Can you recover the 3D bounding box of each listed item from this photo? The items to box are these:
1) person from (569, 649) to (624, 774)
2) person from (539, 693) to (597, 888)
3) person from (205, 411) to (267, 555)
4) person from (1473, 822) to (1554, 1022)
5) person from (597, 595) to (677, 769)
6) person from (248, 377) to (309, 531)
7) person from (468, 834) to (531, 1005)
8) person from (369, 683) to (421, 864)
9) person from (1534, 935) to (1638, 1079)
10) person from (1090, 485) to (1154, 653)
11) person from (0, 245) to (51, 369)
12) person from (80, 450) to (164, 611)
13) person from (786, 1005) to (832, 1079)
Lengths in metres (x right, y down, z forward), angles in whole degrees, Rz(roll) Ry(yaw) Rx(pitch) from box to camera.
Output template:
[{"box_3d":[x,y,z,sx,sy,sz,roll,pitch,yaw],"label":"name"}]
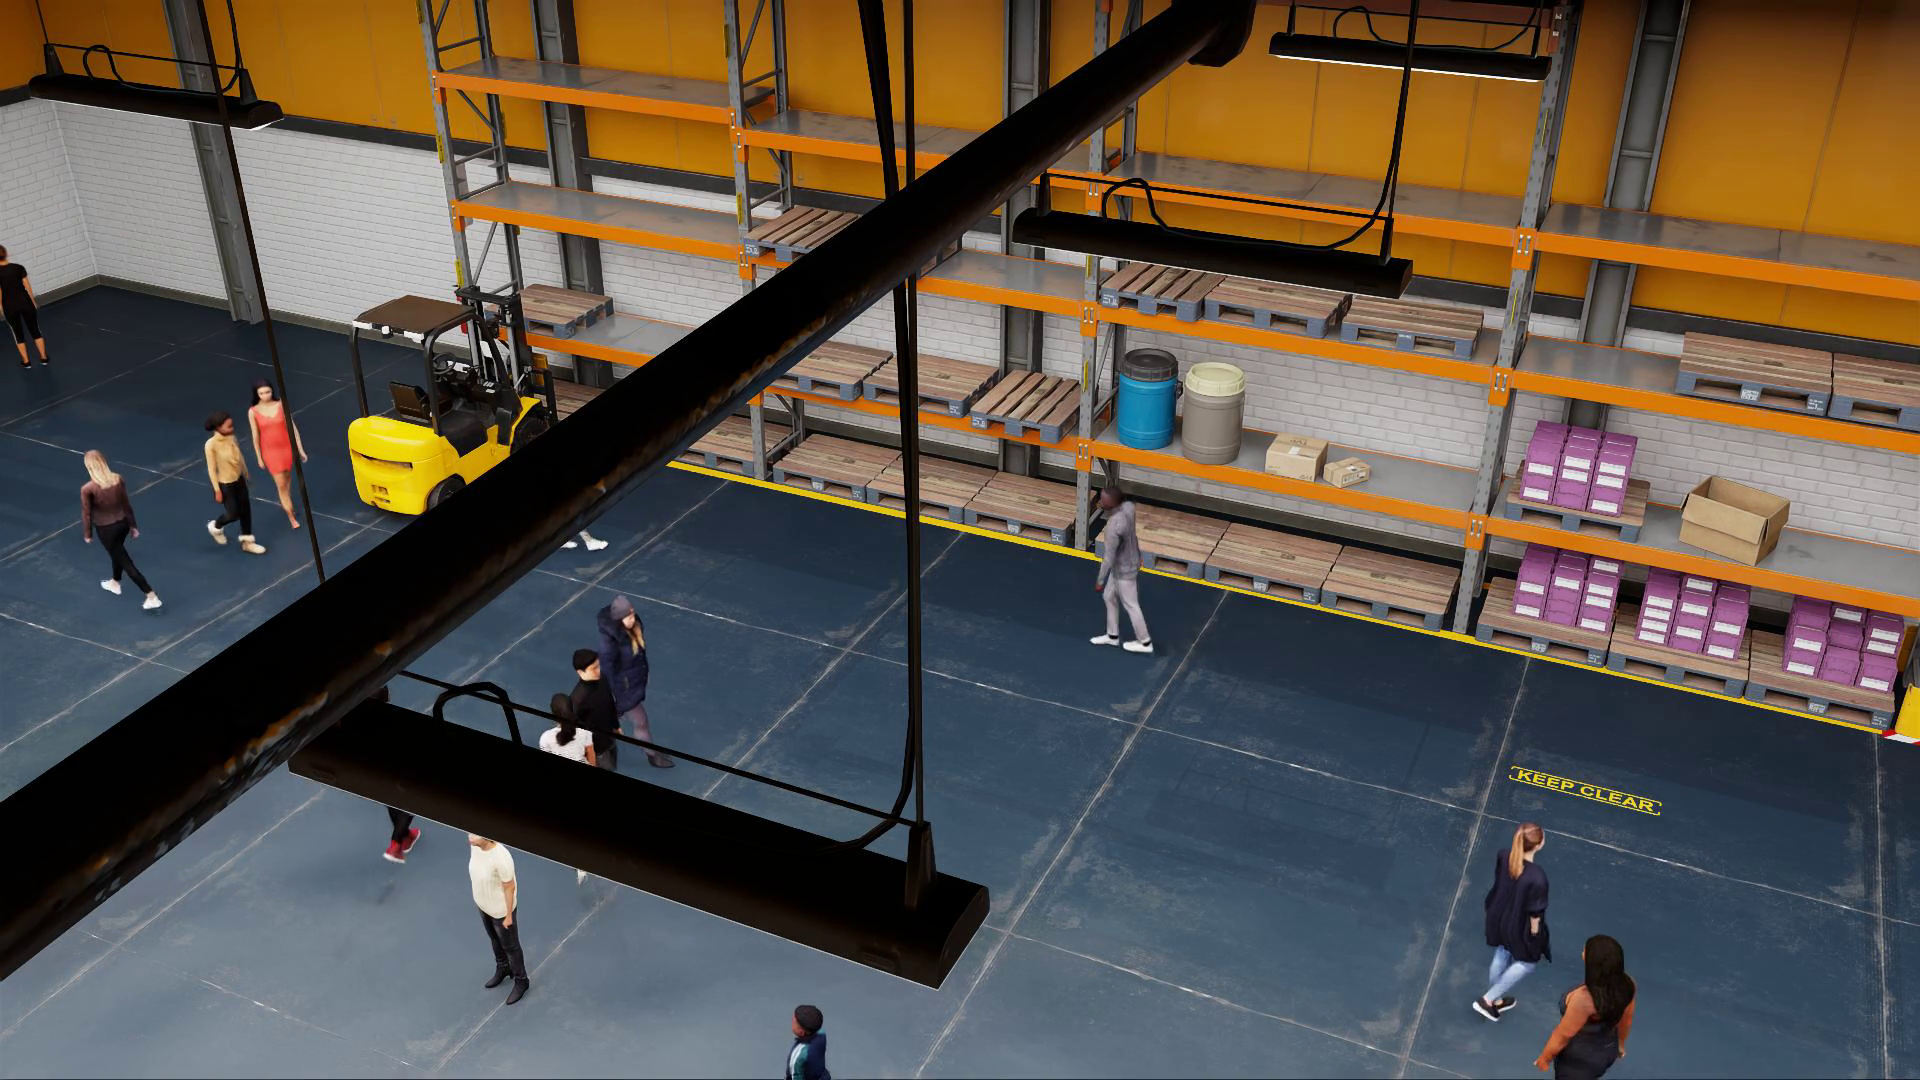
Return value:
[{"box_3d":[-2.962,1.590,13.365,1.042,1.701,0.772,7,29,13],"label":"person"},{"box_3d":[-2.985,1.921,12.834,0.913,1.627,1.038,-14,32,-24],"label":"person"},{"box_3d":[-7.713,-0.591,17.432,0.859,1.635,0.686,9,30,16],"label":"person"},{"box_3d":[3.745,2.659,11.430,0.876,1.677,0.823,-13,31,-22],"label":"person"},{"box_3d":[-2.933,1.198,14.151,1.137,1.636,0.766,9,30,15],"label":"person"},{"box_3d":[-7.444,-0.982,18.104,0.931,1.678,1.154,-21,35,-33],"label":"person"},{"box_3d":[-3.261,2.563,11.700,0.525,1.588,0.708,24,37,37],"label":"person"},{"box_3d":[-4.470,1.836,12.958,0.869,1.659,0.809,3,29,6],"label":"person"},{"box_3d":[3.925,3.226,10.262,0.883,1.800,0.940,-16,32,-27],"label":"person"},{"box_3d":[1.624,0.288,15.658,0.921,1.790,0.816,10,30,18],"label":"person"},{"box_3d":[-12.466,-3.104,22.003,0.654,1.668,0.666,-18,33,-29],"label":"person"},{"box_3d":[-8.298,-0.050,16.418,1.131,1.655,0.603,12,31,21],"label":"person"},{"box_3d":[-0.902,3.443,10.442,0.539,1.247,0.532,15,32,25],"label":"person"}]
